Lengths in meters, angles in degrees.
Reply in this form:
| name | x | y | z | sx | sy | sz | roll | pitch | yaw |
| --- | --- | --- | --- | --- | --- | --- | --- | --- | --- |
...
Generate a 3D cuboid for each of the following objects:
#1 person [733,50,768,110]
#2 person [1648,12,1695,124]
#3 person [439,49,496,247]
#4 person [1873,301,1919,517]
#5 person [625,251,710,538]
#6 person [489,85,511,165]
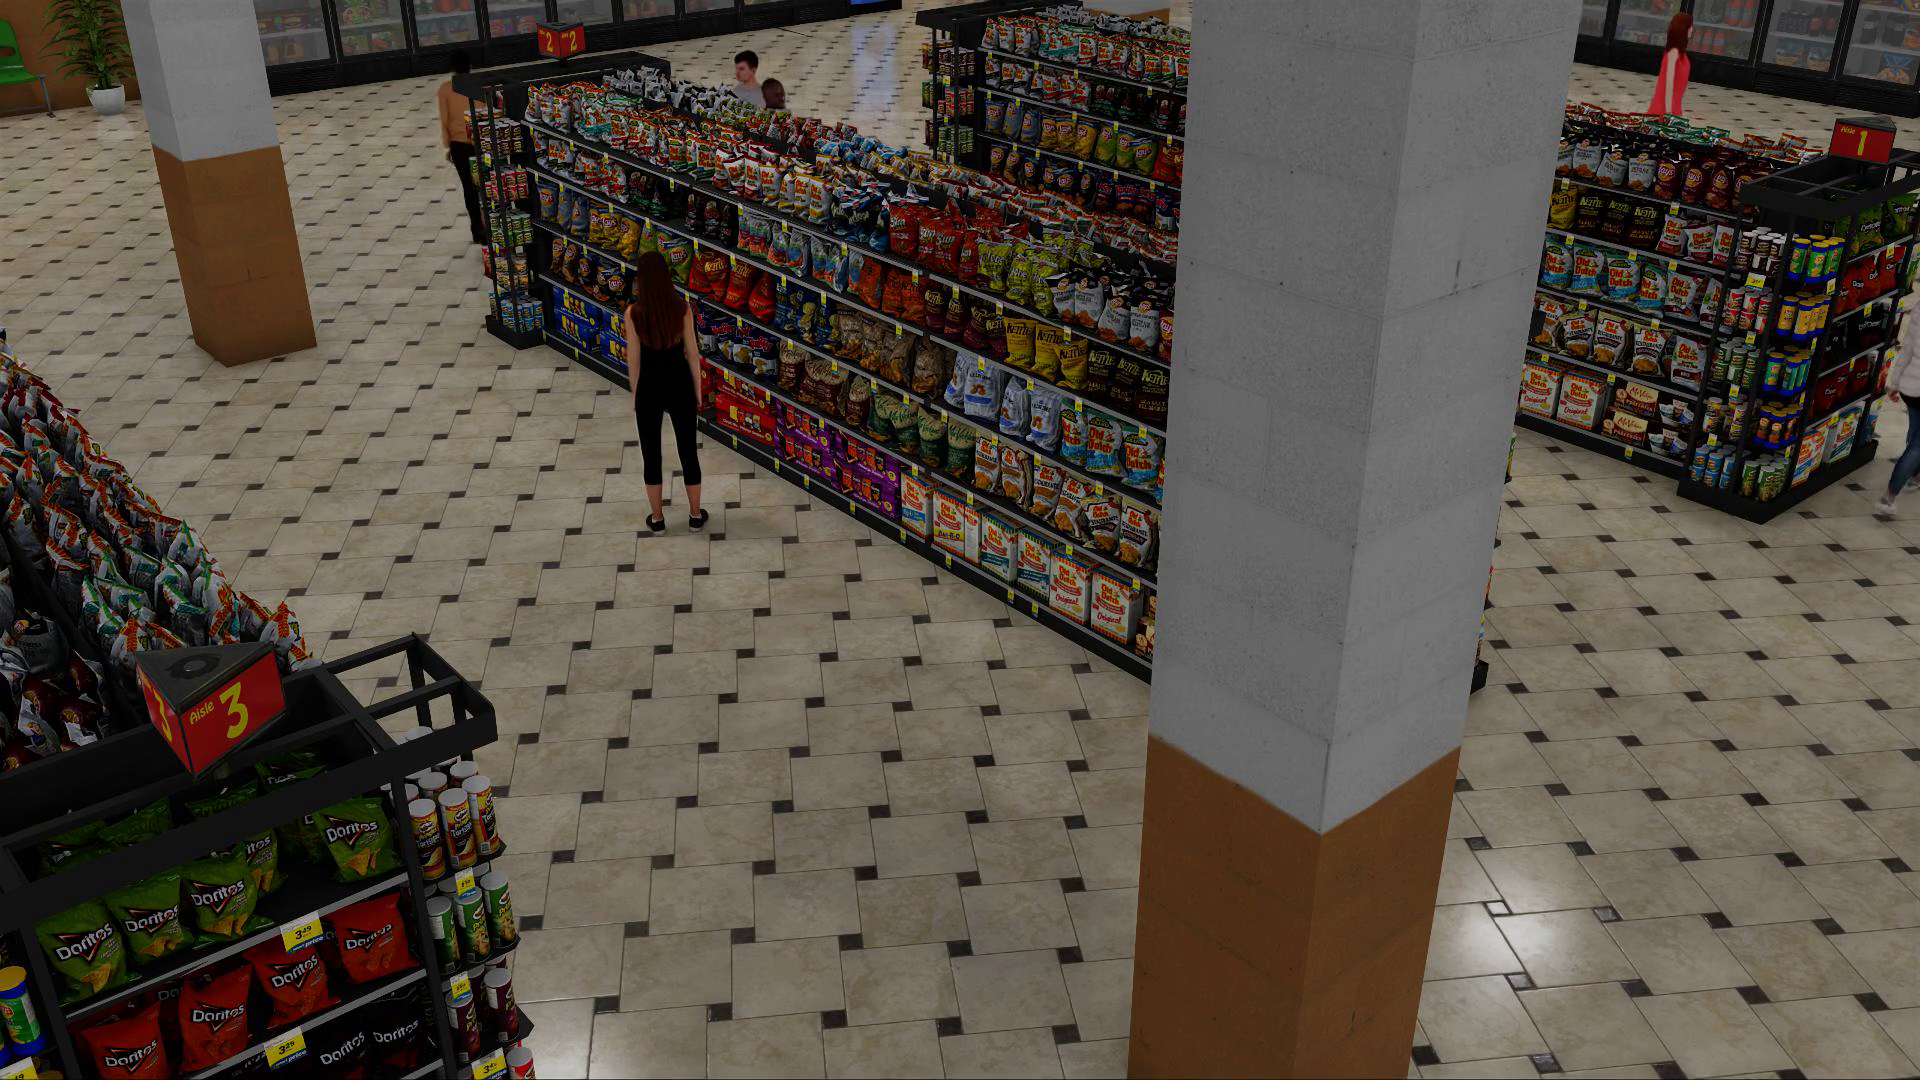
| name | x | y | z | sx | sy | sz | roll | pitch | yaw |
| --- | --- | --- | --- | --- | --- | --- | --- | --- | --- |
| person | -1.786 | -3.328 | 14.474 | 0.717 | 1.835 | 0.740 | -21 | 34 | -36 |
| person | 6.766 | -4.179 | 16.202 | 1.215 | 1.792 | 0.862 | 15 | 31 | 27 |
| person | -4.361 | -3.457 | 14.841 | 1.005 | 1.733 | 1.113 | -2 | 27 | -3 |
| person | 5.778 | -0.886 | 9.917 | 0.704 | 1.601 | 1.000 | -22 | 34 | -36 |
| person | -1.723 | -0.847 | 9.702 | 0.639 | 1.726 | 0.650 | -5 | 27 | -10 |
| person | -4.821 | -4.304 | 17.311 | 0.436 | 1.010 | 0.469 | -23 | 35 | -37 |
